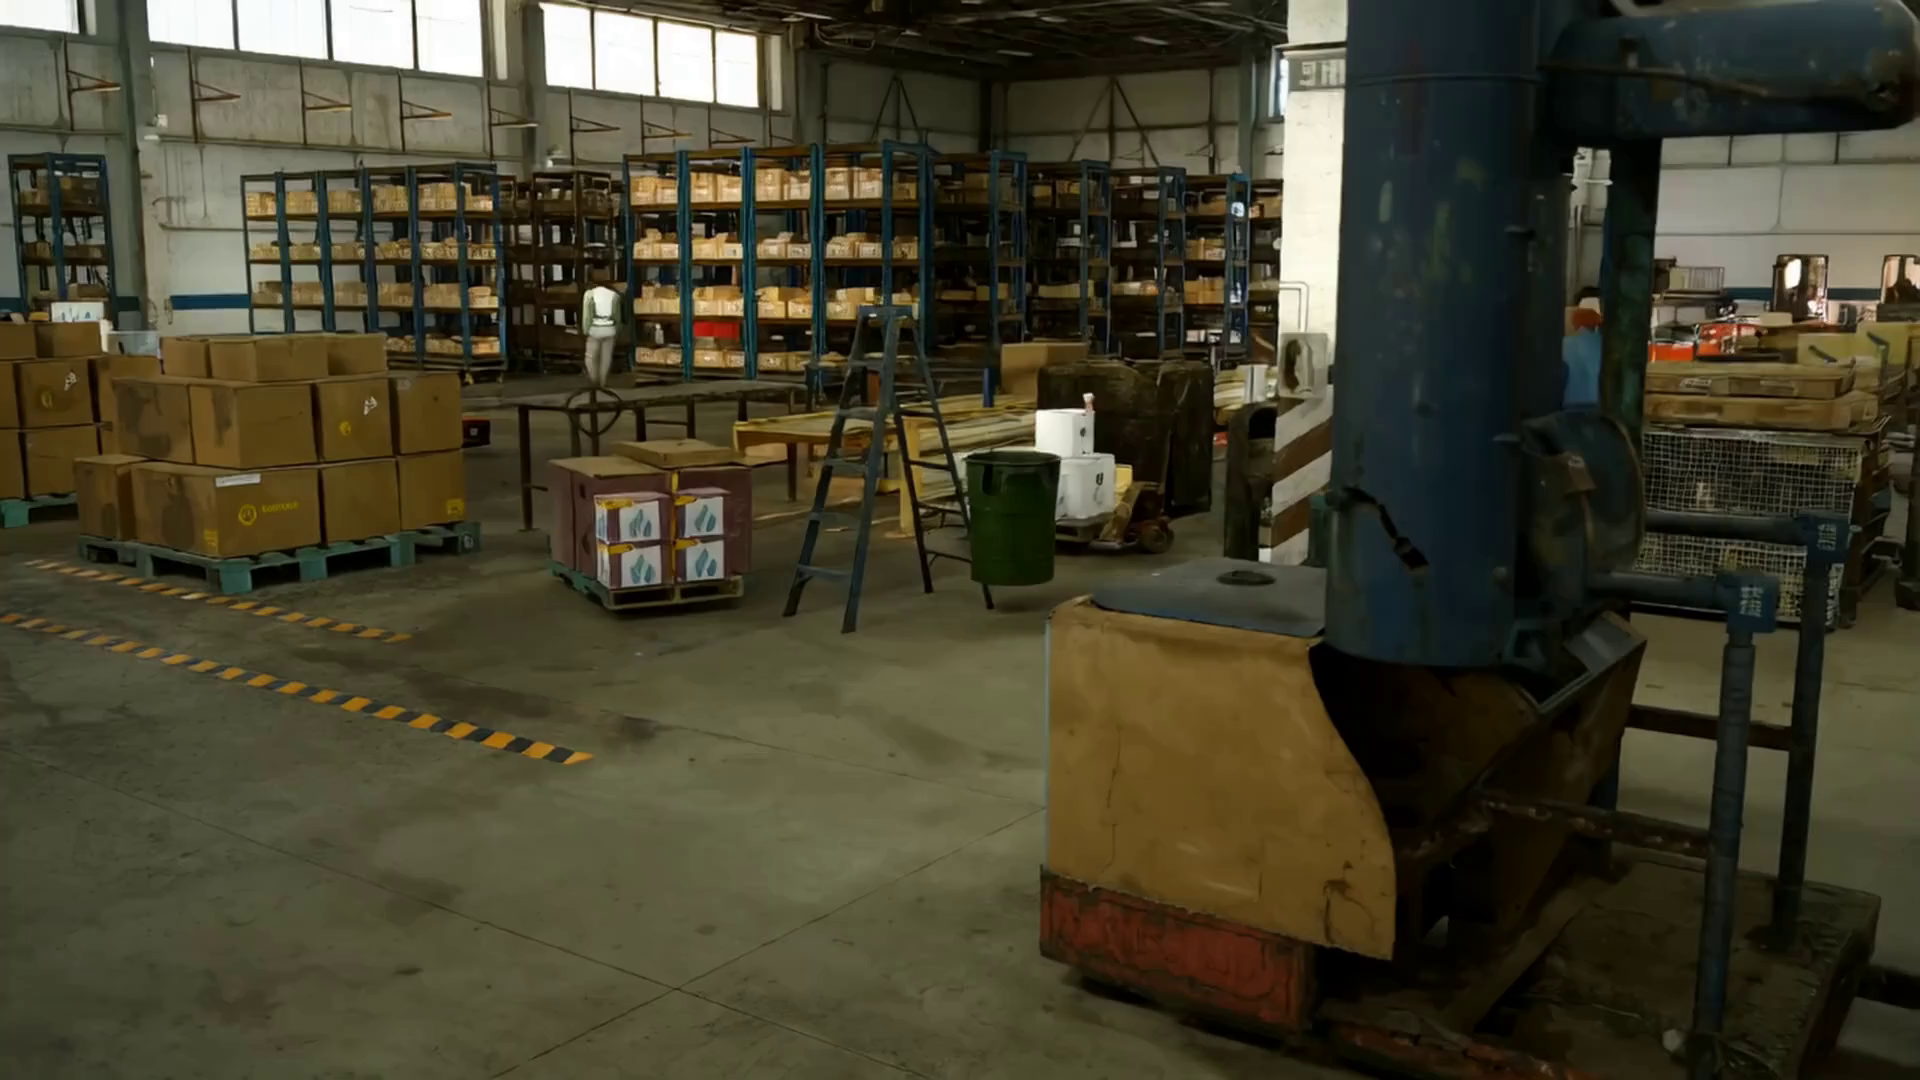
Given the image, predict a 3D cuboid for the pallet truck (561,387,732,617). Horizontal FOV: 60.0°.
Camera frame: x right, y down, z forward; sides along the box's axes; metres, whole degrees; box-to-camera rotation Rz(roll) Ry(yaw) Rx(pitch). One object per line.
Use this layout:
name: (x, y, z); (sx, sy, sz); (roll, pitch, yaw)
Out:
pallet truck: (-1.981, -0.274, 10.088); (0.680, 1.201, 1.601); (-5, 11, -28)

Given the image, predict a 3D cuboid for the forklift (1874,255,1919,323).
forklift: (22.089, -5.634, 38.796); (1.157, 1.987, 2.680); (6, 11, 33)

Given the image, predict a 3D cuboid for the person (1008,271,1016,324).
person: (1.012, -5.095, 37.083); (0.930, 1.812, 0.588); (-9, 13, -44)

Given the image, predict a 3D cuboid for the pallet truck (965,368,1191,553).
pallet truck: (0.845, -0.609, 11.869); (1.630, 1.274, 0.653); (7, 12, 35)

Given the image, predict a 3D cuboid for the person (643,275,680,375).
person: (-5.153, -3.685, 28.773); (0.605, 1.780, 0.953); (5, 11, 29)

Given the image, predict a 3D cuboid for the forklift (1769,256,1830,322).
forklift: (20.253, -5.854, 40.139); (1.157, 1.987, 2.680); (7, 12, 35)

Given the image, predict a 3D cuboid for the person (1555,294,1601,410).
person: (5.514, -1.302, 14.715); (0.547, 1.717, 0.877); (6, 11, 30)

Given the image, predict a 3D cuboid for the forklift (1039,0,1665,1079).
forklift: (1.249, -0.137, 4.360); (1.873, 2.768, 1.129); (7, 12, 35)

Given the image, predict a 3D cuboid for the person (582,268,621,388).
person: (-5.312, -3.060, 24.632); (0.607, 1.911, 0.488); (-5, 11, -27)
